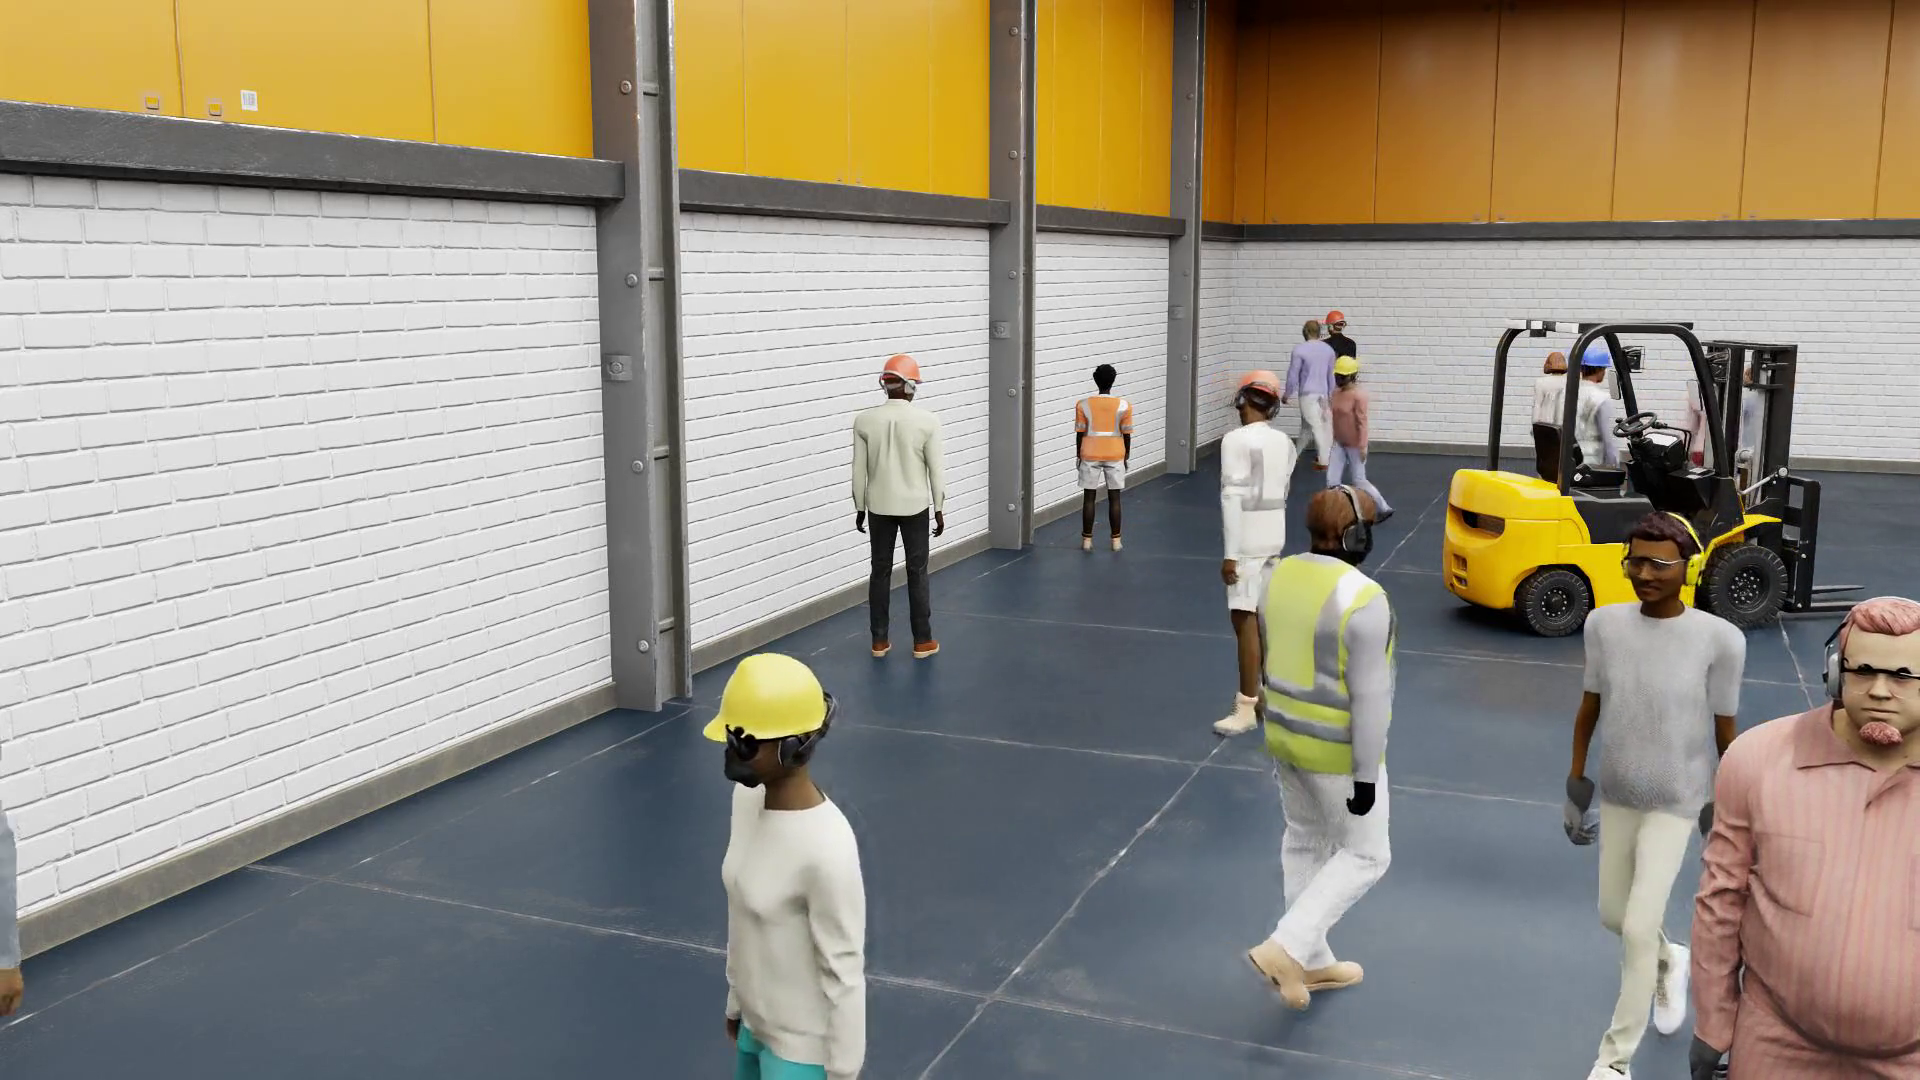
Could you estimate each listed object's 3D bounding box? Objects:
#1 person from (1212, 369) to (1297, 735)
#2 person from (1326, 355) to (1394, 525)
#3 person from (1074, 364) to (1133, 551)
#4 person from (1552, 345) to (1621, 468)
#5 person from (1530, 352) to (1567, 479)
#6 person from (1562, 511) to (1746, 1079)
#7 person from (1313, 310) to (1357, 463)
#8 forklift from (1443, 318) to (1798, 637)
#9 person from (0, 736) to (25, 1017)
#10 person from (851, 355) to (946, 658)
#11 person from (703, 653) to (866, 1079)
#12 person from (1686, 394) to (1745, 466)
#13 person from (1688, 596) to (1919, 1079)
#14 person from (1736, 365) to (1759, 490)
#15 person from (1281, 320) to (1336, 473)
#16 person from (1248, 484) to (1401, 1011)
[{"bbox_3d":[1.582,0.063,9.263,0.401,1.996,0.782,8,12,39],"label":"person"},{"bbox_3d":[3.833,-0.939,16.109,0.798,1.720,0.558,-5,11,-28],"label":"person"},{"bbox_3d":[1.288,-0.737,14.976,0.531,1.690,0.321,0,9,3],"label":"person"},{"bbox_3d":[5.137,-0.615,13.498,0.684,1.924,0.651,-3,10,-19],"label":"person"},{"bbox_3d":[6.509,-1.245,18.248,0.494,1.624,0.282,-1,9,-8],"label":"person"},{"bbox_3d":[2.172,0.802,5.208,0.814,1.845,0.514,-9,13,-42],"label":"person"},{"bbox_3d":[4.857,-1.977,21.594,0.618,1.990,0.402,-5,11,-28],"label":"person"},{"bbox_3d":[4.706,-0.497,11.990,2.313,2.155,1.214,-2,10,-10],"label":"forklift"},{"bbox_3d":[-2.608,0.980,4.017,0.671,1.883,1.042,4,10,25],"label":"person"},{"bbox_3d":[-0.395,-0.217,10.921,0.623,1.983,0.401,2,10,10],"label":"person"},{"bbox_3d":[-0.320,1.087,3.734,0.603,1.748,0.535,-5,11,-27],"label":"person"},{"bbox_3d":[6.841,-0.794,15.181,0.721,1.746,0.531,-6,11,-34],"label":"person"},{"bbox_3d":[1.848,1.056,3.452,0.643,1.909,0.410,5,11,29],"label":"person"},{"bbox_3d":[7.732,-0.901,16.163,0.504,1.624,0.506,-2,10,-14],"label":"person"},{"bbox_3d":[4.331,-1.807,20.842,0.617,1.881,0.994,-6,11,-33],"label":"person"},{"bbox_3d":[1.226,0.721,5.711,0.530,1.831,0.631,-5,10,-27],"label":"person"}]
